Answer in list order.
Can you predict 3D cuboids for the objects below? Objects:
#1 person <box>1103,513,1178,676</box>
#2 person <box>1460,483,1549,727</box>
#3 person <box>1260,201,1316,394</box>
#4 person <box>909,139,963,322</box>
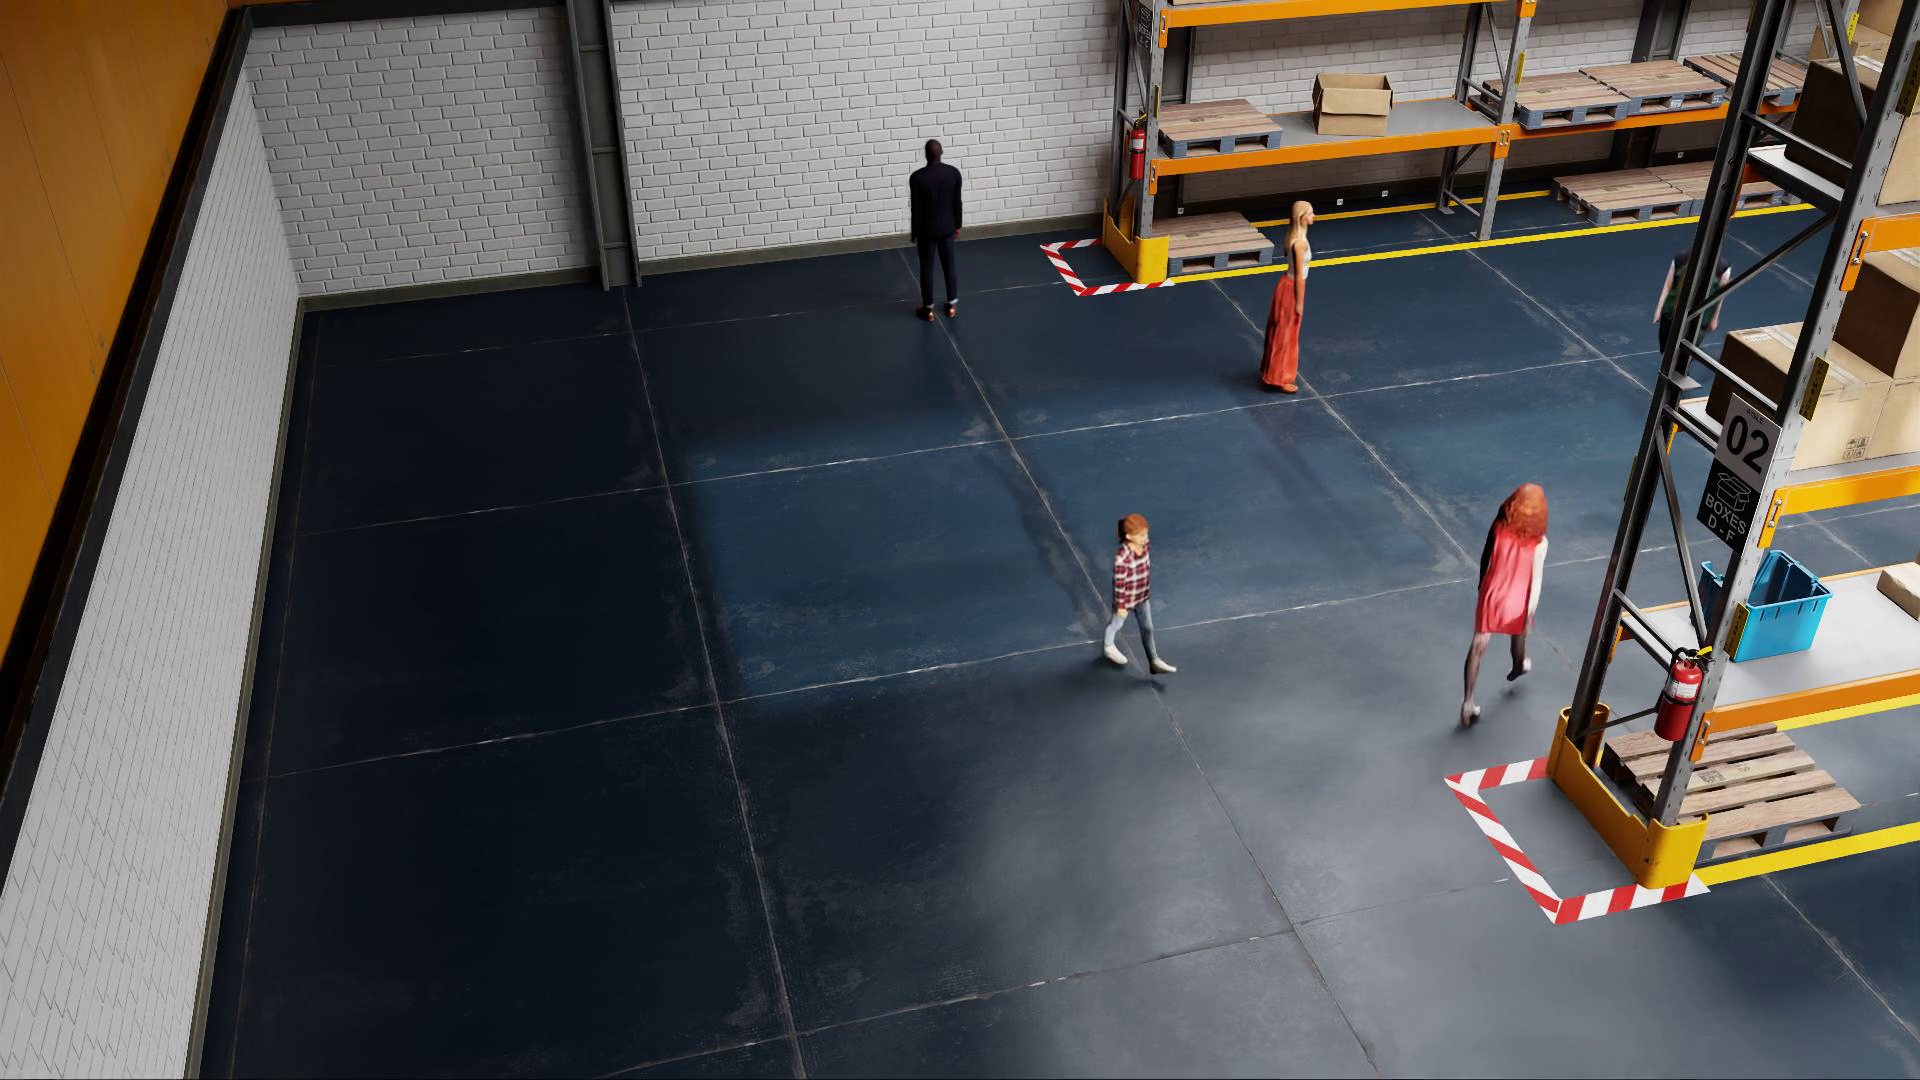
[{"bbox_3d":[1.143,0.350,11.680,0.865,1.282,0.828,-27,42,-34],"label":"person"},{"bbox_3d":[3.557,0.475,11.031,0.999,1.792,1.160,26,42,34],"label":"person"},{"bbox_3d":[2.993,-2.216,15.070,0.709,1.802,0.710,5,34,7],"label":"person"},{"bbox_3d":[-0.240,-3.035,16.288,0.546,1.818,0.770,-11,35,-17],"label":"person"}]
